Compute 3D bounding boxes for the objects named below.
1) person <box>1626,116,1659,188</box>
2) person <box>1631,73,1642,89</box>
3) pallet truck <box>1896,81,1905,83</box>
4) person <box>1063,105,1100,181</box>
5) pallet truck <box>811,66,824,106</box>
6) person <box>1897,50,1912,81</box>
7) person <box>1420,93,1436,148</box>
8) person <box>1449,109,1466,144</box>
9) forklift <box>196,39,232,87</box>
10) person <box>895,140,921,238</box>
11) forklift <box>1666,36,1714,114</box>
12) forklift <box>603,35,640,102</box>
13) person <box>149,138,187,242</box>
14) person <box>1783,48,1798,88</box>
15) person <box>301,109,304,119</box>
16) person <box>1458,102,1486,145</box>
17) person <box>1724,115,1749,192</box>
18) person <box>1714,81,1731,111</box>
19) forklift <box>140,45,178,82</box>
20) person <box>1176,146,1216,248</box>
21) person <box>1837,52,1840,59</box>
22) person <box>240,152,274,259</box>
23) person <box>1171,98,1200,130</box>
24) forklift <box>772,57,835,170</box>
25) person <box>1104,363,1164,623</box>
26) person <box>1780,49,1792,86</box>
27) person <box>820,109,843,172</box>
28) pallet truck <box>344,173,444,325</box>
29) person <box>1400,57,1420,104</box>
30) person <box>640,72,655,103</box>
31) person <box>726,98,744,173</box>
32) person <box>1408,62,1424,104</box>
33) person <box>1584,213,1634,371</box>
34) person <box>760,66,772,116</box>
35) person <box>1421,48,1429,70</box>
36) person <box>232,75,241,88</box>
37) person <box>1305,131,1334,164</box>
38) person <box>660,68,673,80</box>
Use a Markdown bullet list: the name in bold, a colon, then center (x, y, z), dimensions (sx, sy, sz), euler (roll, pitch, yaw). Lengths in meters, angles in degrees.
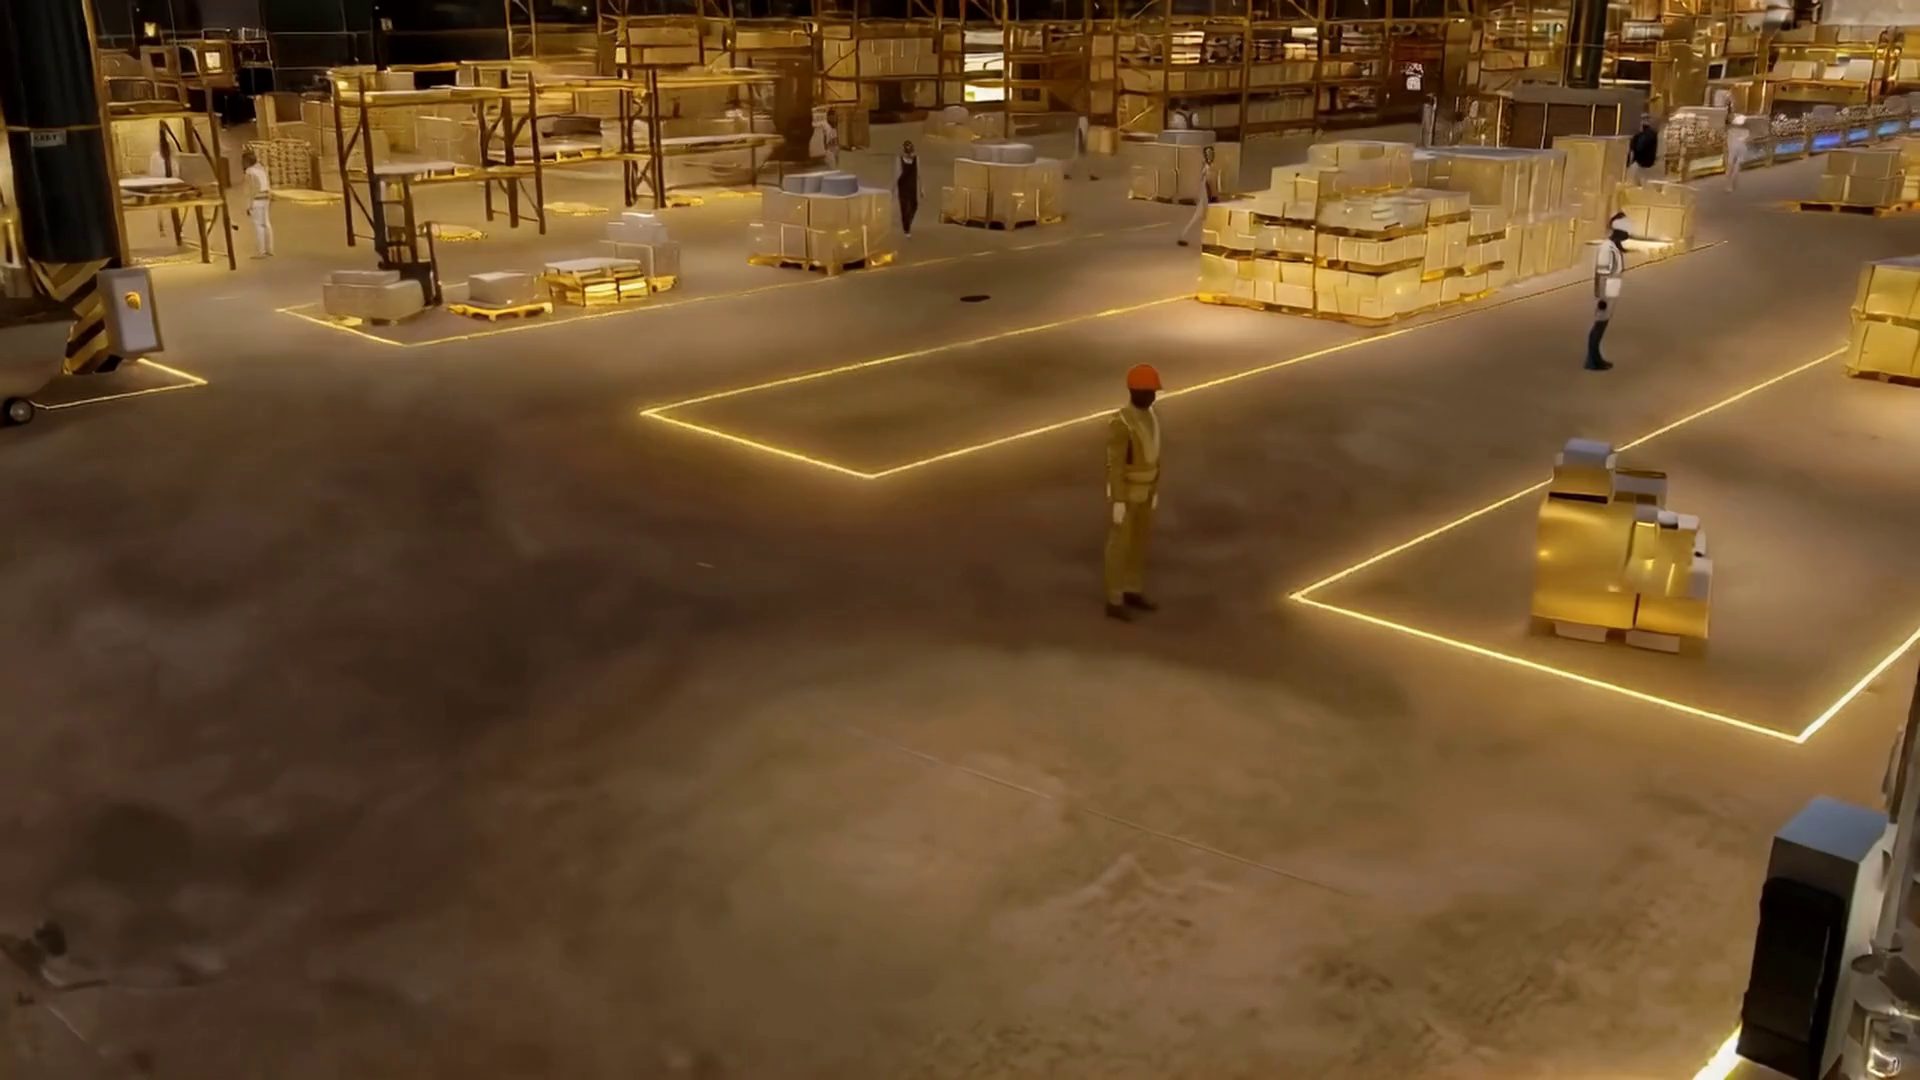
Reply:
- **person**: center (14.489, -8.012, 35.391), dimensions (0.626, 1.944, 1.033), euler (-4, 19, -12)
- **person**: center (22.050, -14.404, 54.758), dimensions (0.679, 1.869, 0.911), euler (-12, 22, -32)
- **pallet truck**: center (34.802, -16.331, 61.455), dimensions (0.653, 1.274, 1.630), euler (17, 25, 41)
- **person**: center (2.953, -9.741, 40.784), dimensions (0.936, 1.833, 0.520), euler (9, 20, 26)
- **pallet truck**: center (-4.812, -15.182, 56.903), dimensions (0.823, 1.965, 1.885), euler (-9, 21, -26)
- **person**: center (41.863, -20.759, 73.853), dimensions (0.612, 1.919, 0.948), euler (-5, 19, -14)
- **person**: center (13.060, -11.563, 46.376), dimensions (0.327, 1.760, 0.523), euler (-1, 18, -3)
- **person**: center (12.460, -9.982, 41.743), dimensions (0.534, 1.674, 0.769), euler (-5, 19, -15)
- **forklift**: center (-26.222, -16.221, 58.652), dimensions (1.129, 2.768, 1.873), euler (1, 18, 3)
- **person**: center (-0.992, -6.640, 31.434), dimensions (0.525, 1.827, 0.517), euler (-4, 19, -12)
- **forklift**: center (27.341, -17.291, 61.877), dimensions (1.129, 2.768, 1.873), euler (17, 25, 41)
- **forklift**: center (-13.150, -17.640, 62.928), dimensions (1.873, 2.768, 1.129), euler (0, 18, -1)
- **person**: center (-14.804, -6.547, 31.058), dimensions (0.596, 1.894, 0.863), euler (-17, 25, -41)
- **person**: center (39.468, -22.380, 78.774), dimensions (0.560, 1.869, 1.037), euler (16, 24, 40)
- **person**: center (-16.767, -10.194, 42.498), dimensions (0.537, 1.591, 0.848), euler (-17, 25, -41)
- **person**: center (12.180, -9.451, 39.683), dimensions (0.613, 1.964, 0.361), euler (6, 19, 19)
- **person**: center (18.048, -8.992, 38.646), dimensions (0.597, 1.748, 0.530), euler (-14, 23, -37)
- **person**: center (24.969, -14.199, 54.511), dimensions (0.497, 1.633, 0.287), euler (11, 22, 31)
- **forklift**: center (-25.308, -14.292, 52.842), dimensions (1.129, 2.768, 1.873), euler (-3, 19, -9)
- **person**: center (4.424, -6.193, 30.117), dimensions (1.001, 1.830, 0.531), euler (0, 18, 0)
- **person**: center (41.165, -22.287, 78.312), dimensions (0.396, 1.992, 0.622), euler (14, 23, 36)
- **person**: center (-12.245, -5.810, 28.917), dimensions (0.430, 1.841, 0.624), euler (2, 19, 7)
- **person**: center (5.490, -9.784, 40.573), dimensions (0.679, 2.000, 1.052), euler (-7, 20, -20)
- **forklift**: center (-4.225, -11.159, 43.403), dimensions (1.129, 2.768, 1.873), euler (17, 25, 41)
- **person**: center (1.300, -0.364, 12.337), dimensions (0.404, 1.945, 0.616), euler (12, 22, 32)
- **person**: center (40.063, -22.885, 80.484), dimensions (0.337, 1.760, 0.526), euler (-10, 21, -27)
- **person**: center (-2.965, -8.976, 38.347), dimensions (0.449, 1.900, 0.629), euler (13, 22, 33)
- **pallet truck**: center (-8.209, -4.181, 23.757), dimensions (0.823, 1.965, 1.885), euler (3, 19, 9)
- **person**: center (18.109, -18.490, 66.871), dimensions (0.858, 2.012, 0.622), euler (-17, 25, -41)
- **person**: center (-10.563, -14.988, 56.462), dimensions (0.595, 1.911, 0.385), euler (-4, 19, -12)
- **person**: center (-5.723, -10.299, 42.398), dimensions (0.596, 1.864, 0.495), euler (14, 23, 36)
- **person**: center (18.715, -18.703, 68.044), dimensions (0.850, 1.656, 0.536), euler (-13, 23, -35)
- **person**: center (7.983, -3.043, 20.447), dimensions (0.385, 1.930, 0.541), euler (12, 22, 33)
- **person**: center (-7.064, -16.335, 60.620), dimensions (0.429, 1.844, 0.625), euler (2, 19, 7)
- **person**: center (21.236, -21.592, 76.329), dimensions (0.667, 1.921, 0.655), euler (-12, 22, -31)
- **person**: center (-22.516, -13.593, 52.206), dimensions (0.632, 1.940, 0.372), euler (-14, 23, -35)
- **person**: center (7.013, -7.019, 32.495), dimensions (0.571, 1.896, 0.361), euler (4, 19, 10)
- **person**: center (-11.427, -17.612, 64.862), dimensions (0.521, 1.600, 0.739), euler (-1, 18, -2)
